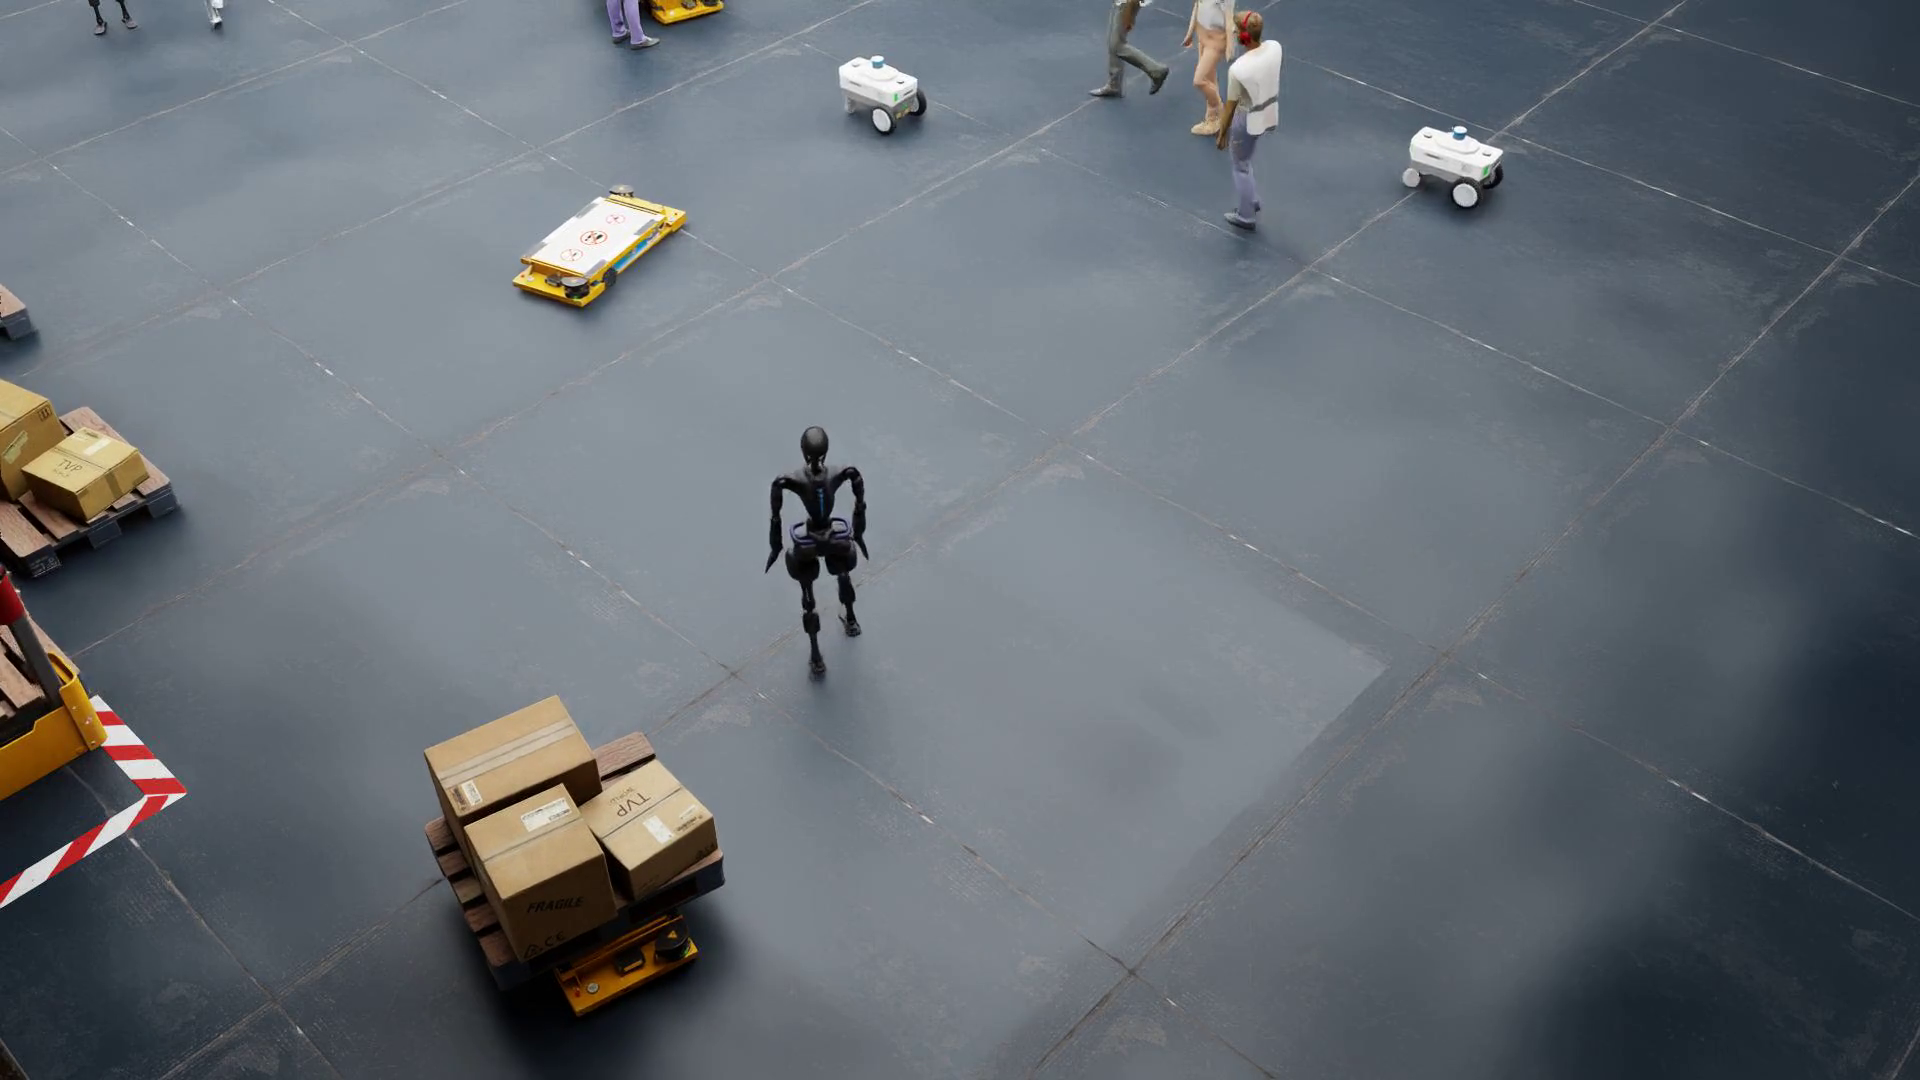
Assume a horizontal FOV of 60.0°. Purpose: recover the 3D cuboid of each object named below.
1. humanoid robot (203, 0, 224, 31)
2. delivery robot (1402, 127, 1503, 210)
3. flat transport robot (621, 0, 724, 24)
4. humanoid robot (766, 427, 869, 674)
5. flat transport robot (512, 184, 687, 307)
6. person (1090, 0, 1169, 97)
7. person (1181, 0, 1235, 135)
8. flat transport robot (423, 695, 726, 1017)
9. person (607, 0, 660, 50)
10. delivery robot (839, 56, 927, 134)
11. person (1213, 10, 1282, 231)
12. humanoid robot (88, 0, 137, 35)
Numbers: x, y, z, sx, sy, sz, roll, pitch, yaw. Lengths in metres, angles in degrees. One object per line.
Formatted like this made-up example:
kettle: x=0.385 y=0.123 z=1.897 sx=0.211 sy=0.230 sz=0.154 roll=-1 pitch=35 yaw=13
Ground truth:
humanoid robot: x=-7.268 y=-5.753 z=15.846 sx=0.530 sy=1.772 sz=0.987 roll=-17 pitch=45 yaw=-18
delivery robot: x=4.122 y=-3.116 z=13.790 sx=0.790 sy=0.614 sz=0.499 roll=26 pitch=48 yaw=26
flat transport robot: x=-3.000 y=-5.596 z=16.746 sx=0.659 sy=0.231 sz=1.431 roll=-24 pitch=47 yaw=-24
humanoid robot: x=-0.816 y=0.035 z=9.466 sx=0.603 sy=1.653 sz=0.559 roll=-8 pitch=43 yaw=-9
flat transport robot: x=-2.833 y=-2.333 z=13.119 sx=0.659 sy=0.231 sz=1.431 roll=19 pitch=45 yaw=20
person: x=1.528 y=-4.743 z=14.643 sx=0.626 sy=1.812 sz=0.608 roll=0 pitch=42 yaw=0
person: x=2.137 y=-4.262 z=14.181 sx=0.406 sy=1.712 sz=0.499 roll=-16 pitch=44 yaw=-17
flat transport robot: x=-1.960 y=1.745 z=8.587 sx=0.659 sy=0.231 sz=1.431 roll=-23 pitch=47 yaw=-23
person: x=-3.183 y=-5.476 z=15.432 sx=0.563 sy=1.846 sz=0.397 roll=31 pitch=50 yaw=30
delivery robot: x=-0.715 y=-3.999 z=14.736 sx=0.733 sy=0.566 sz=0.503 roll=28 pitch=49 yaw=27
person: x=2.225 y=-3.250 z=12.975 sx=0.493 sy=1.817 sz=0.600 roll=32 pitch=51 yaw=31
humanoid robot: x=-8.228 y=-5.637 z=15.726 sx=0.599 sy=1.659 sz=0.315 roll=-17 pitch=45 yaw=-18
